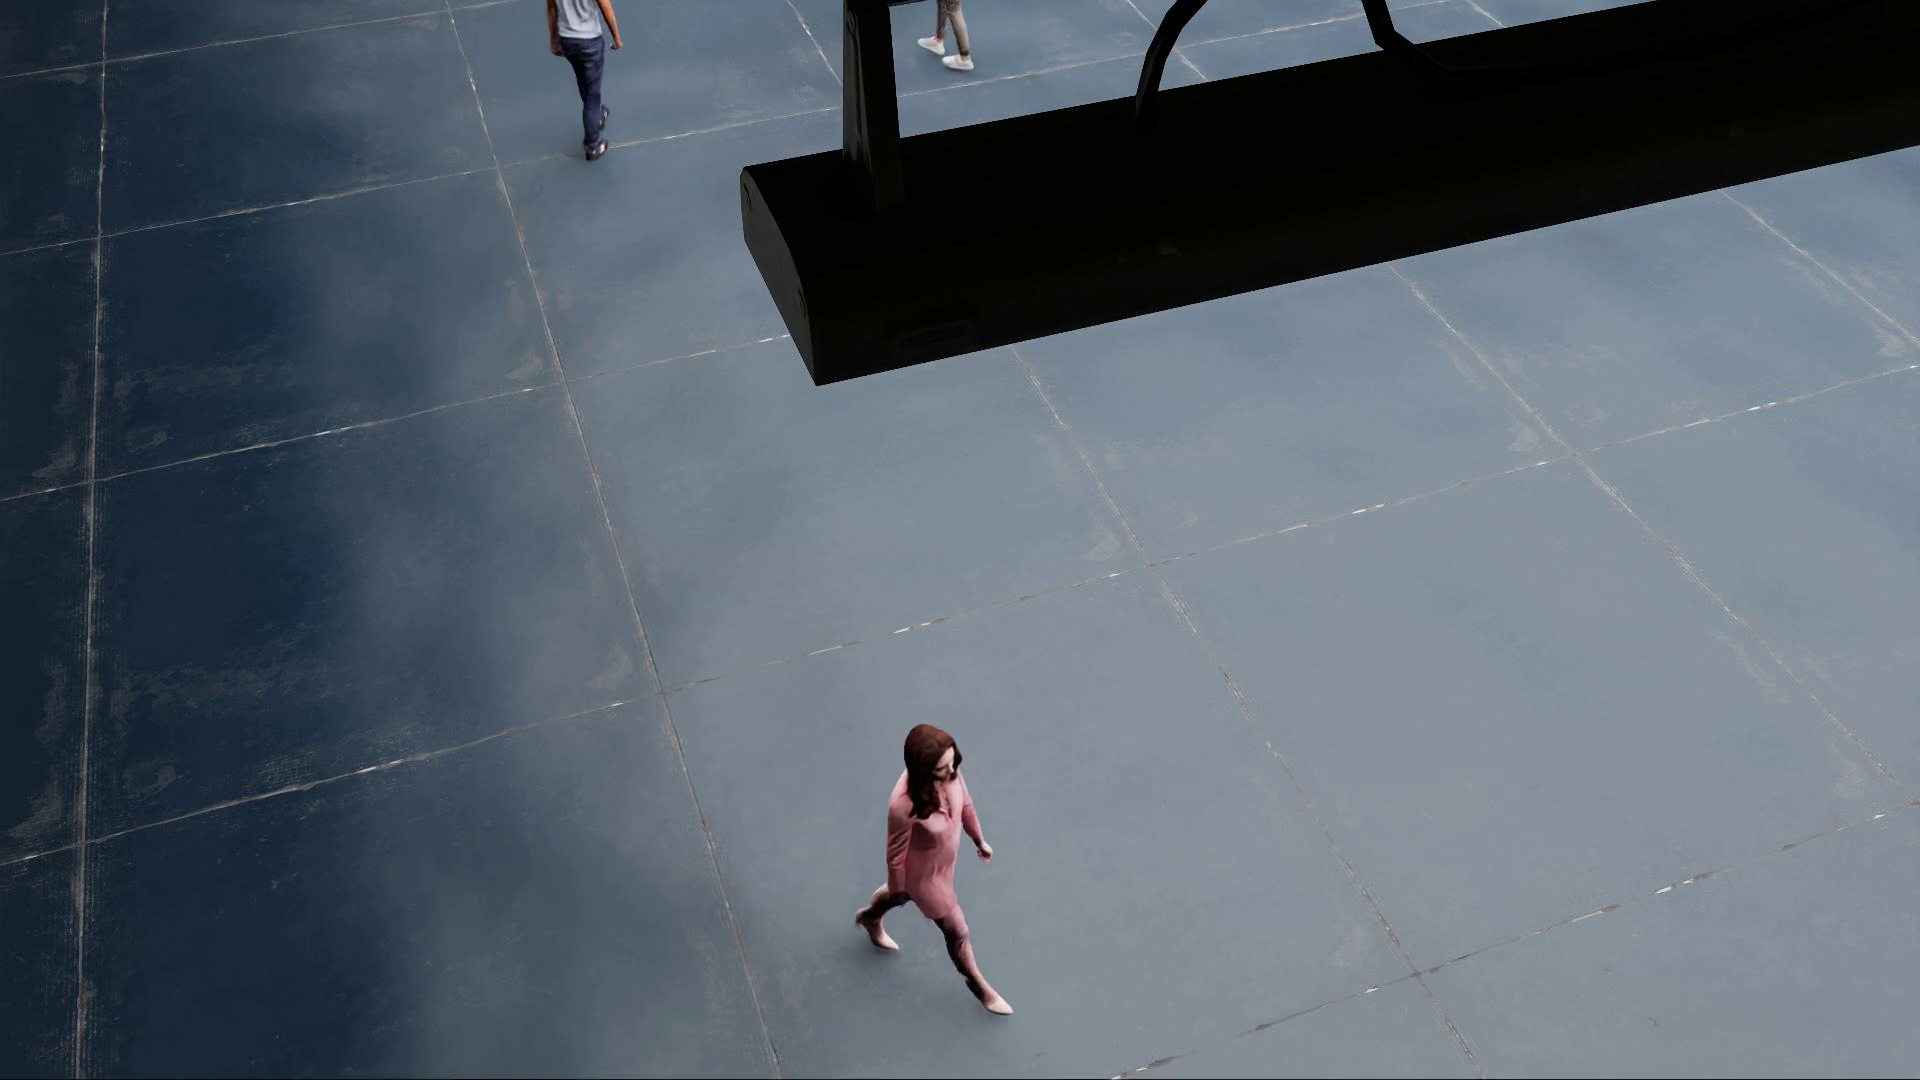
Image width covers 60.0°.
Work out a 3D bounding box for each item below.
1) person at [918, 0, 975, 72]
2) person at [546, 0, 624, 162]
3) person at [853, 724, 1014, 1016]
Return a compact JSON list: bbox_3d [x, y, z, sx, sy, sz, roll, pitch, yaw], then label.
[{"bbox_3d":[0.009,-4.812,13.974,1.032,1.817,0.970,19,46,19],"label":"person"},{"bbox_3d":[-2.968,-3.818,12.891,0.952,1.842,1.083,8,44,9],"label":"person"},{"bbox_3d":[-0.213,1.388,7.380,1.178,1.753,1.076,21,47,21],"label":"person"}]
